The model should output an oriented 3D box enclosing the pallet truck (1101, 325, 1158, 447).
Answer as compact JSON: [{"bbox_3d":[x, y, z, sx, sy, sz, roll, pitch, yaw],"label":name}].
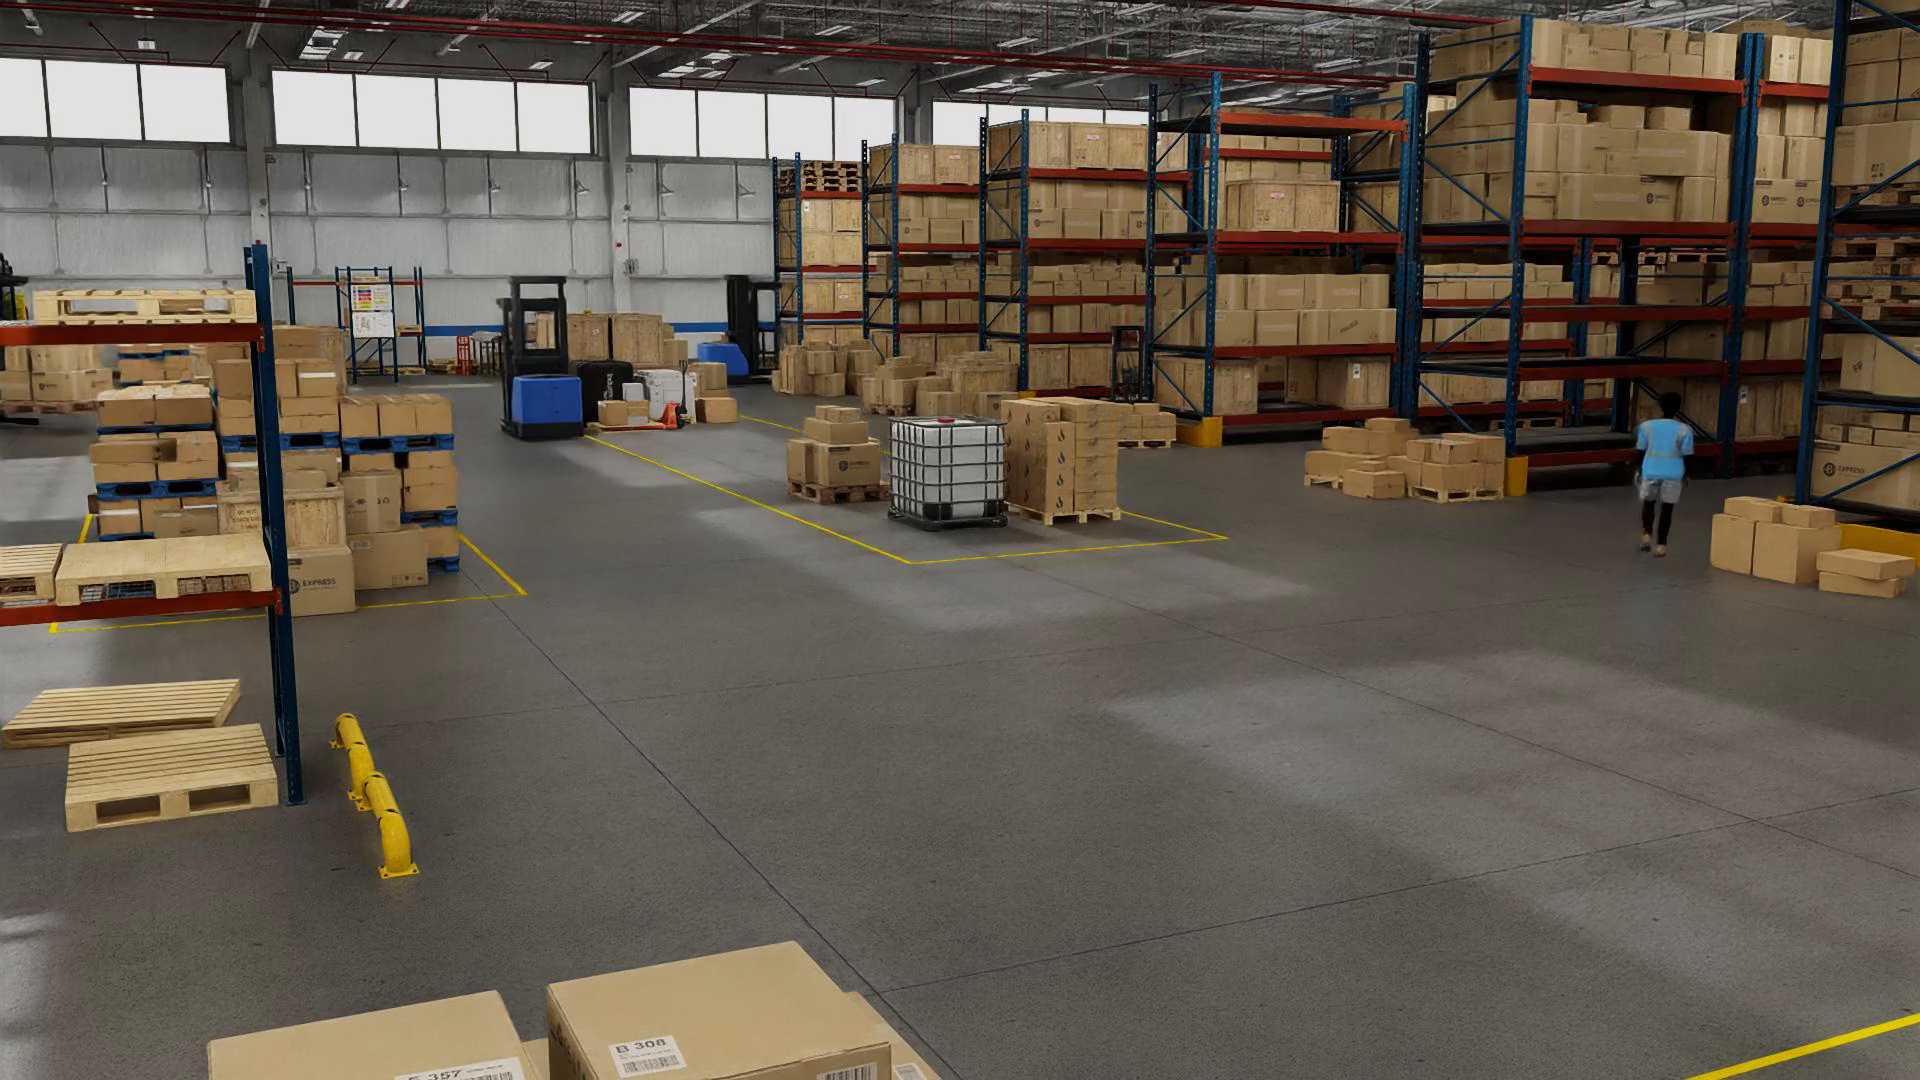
[{"bbox_3d":[2.881,-2.596,27.923,0.823,1.965,1.885,-1,9,-7],"label":"pallet truck"}]

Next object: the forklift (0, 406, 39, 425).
[{"bbox_3d":[-18.307,-3.479,30.670,1.873,2.768,1.129,3,10,17],"label":"forklift"}]

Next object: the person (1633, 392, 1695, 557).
[{"bbox_3d":[7.157,-0.665,16.897,0.563,1.680,0.404,6,11,33],"label":"person"}]

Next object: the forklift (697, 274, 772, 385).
[{"bbox_3d":[-5.627,-5.302,41.980,1.873,2.768,1.129,-4,10,-25],"label":"forklift"}]

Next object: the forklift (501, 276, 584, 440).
[{"bbox_3d":[-7.326,-3.216,29.037,1.129,2.768,1.873,-4,10,-25],"label":"forklift"}]
